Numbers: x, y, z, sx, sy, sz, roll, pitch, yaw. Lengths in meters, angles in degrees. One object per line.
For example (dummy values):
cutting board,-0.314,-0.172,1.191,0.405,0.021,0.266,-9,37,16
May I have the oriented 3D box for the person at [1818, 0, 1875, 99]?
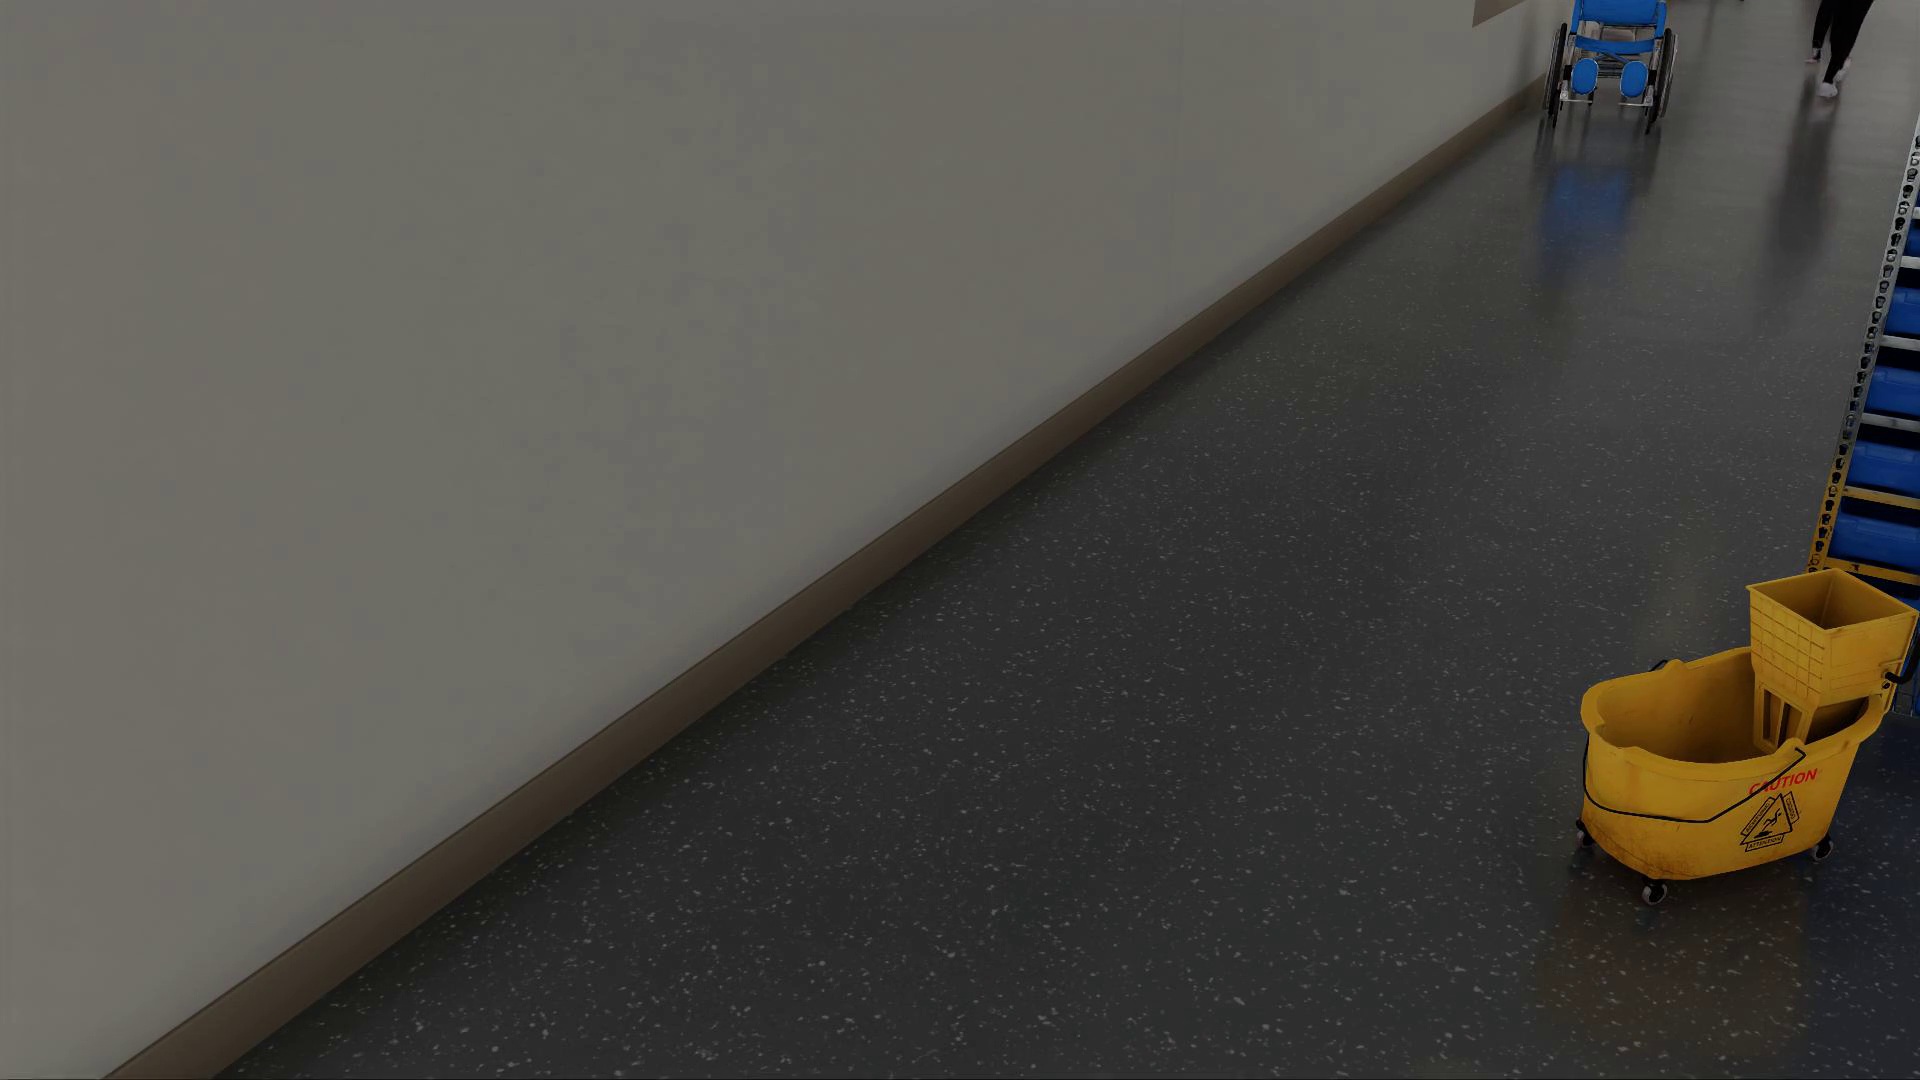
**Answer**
person,6.571,-4.116,12.199,1.078,1.734,0.806,20,32,35
